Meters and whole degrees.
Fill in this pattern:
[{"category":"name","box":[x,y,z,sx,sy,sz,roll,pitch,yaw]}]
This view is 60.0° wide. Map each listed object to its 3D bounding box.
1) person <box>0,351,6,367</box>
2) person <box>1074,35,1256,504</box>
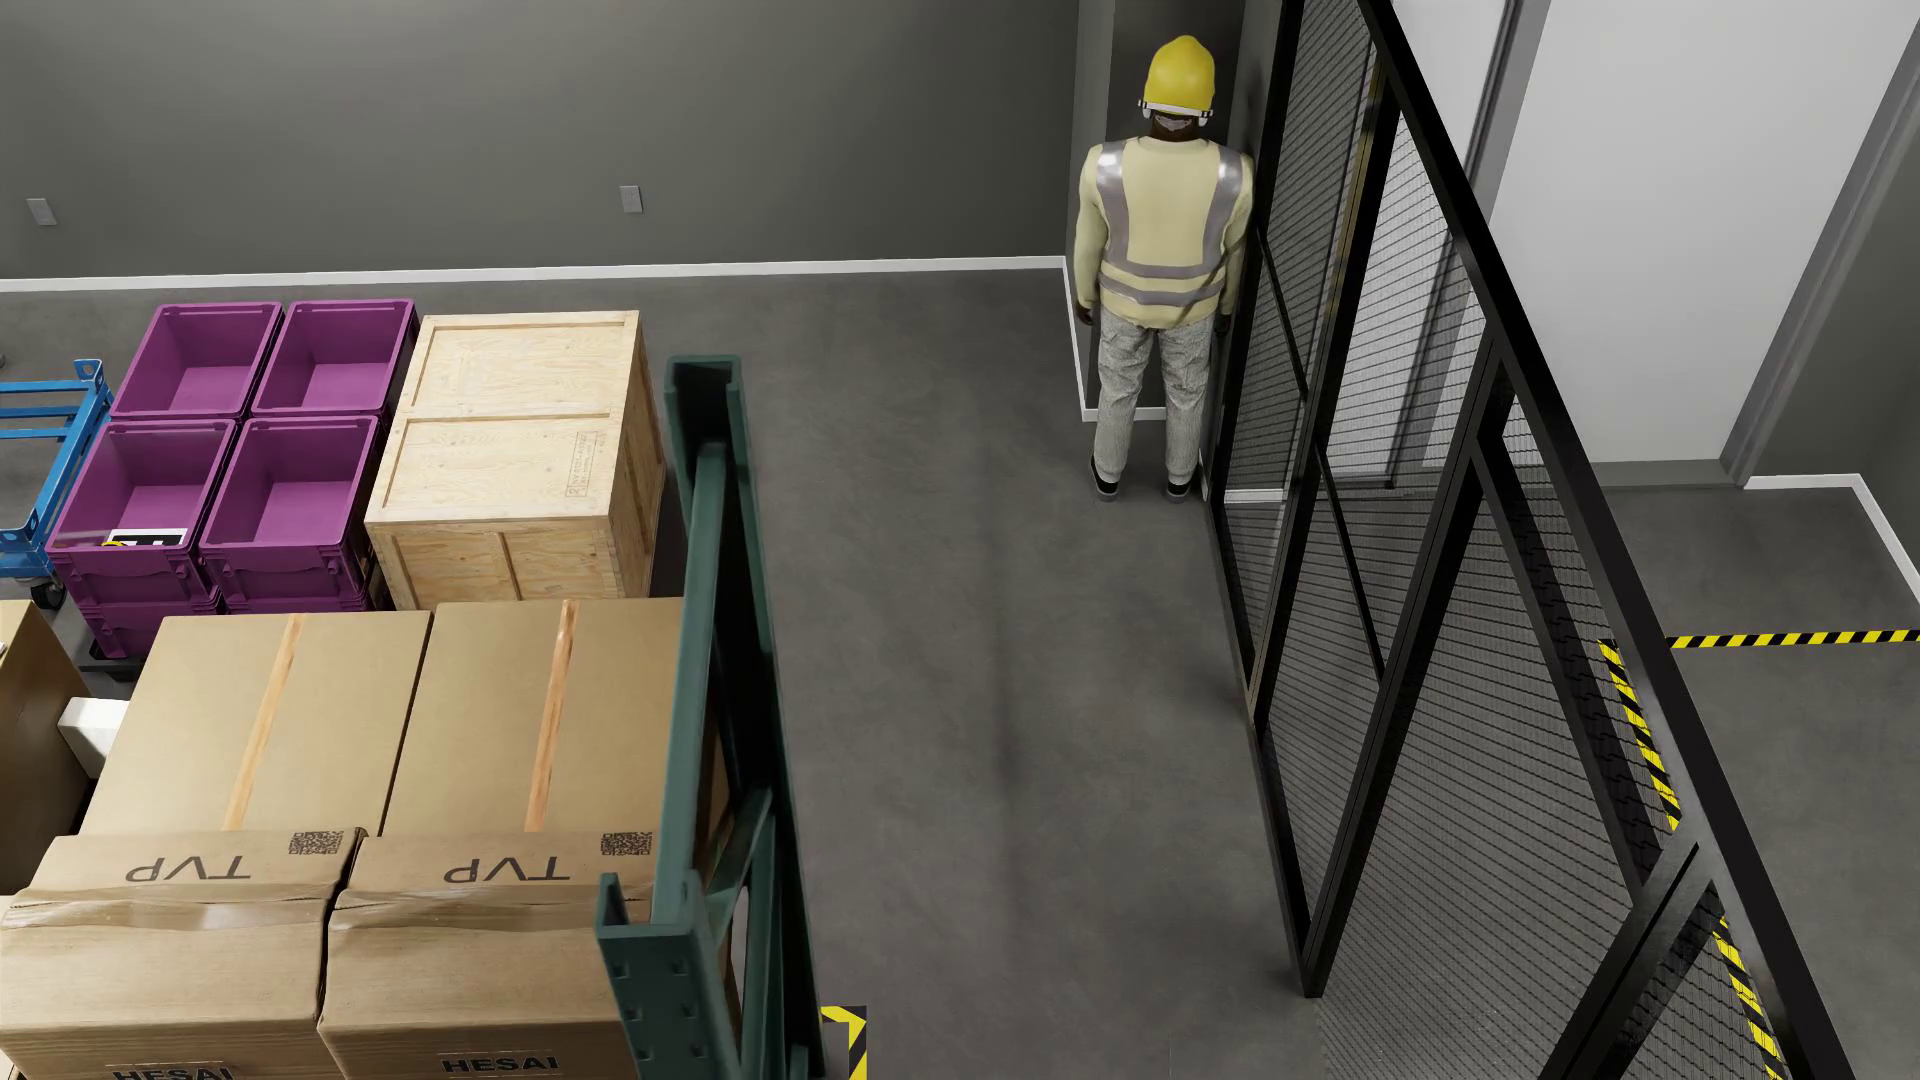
[{"category":"person","box":[-4.038,-1.269,5.968,0.372,1.940,0.631,-4,46,-3]},{"category":"person","box":[0.676,-0.856,5.645,0.586,1.833,0.403,4,46,4]}]
